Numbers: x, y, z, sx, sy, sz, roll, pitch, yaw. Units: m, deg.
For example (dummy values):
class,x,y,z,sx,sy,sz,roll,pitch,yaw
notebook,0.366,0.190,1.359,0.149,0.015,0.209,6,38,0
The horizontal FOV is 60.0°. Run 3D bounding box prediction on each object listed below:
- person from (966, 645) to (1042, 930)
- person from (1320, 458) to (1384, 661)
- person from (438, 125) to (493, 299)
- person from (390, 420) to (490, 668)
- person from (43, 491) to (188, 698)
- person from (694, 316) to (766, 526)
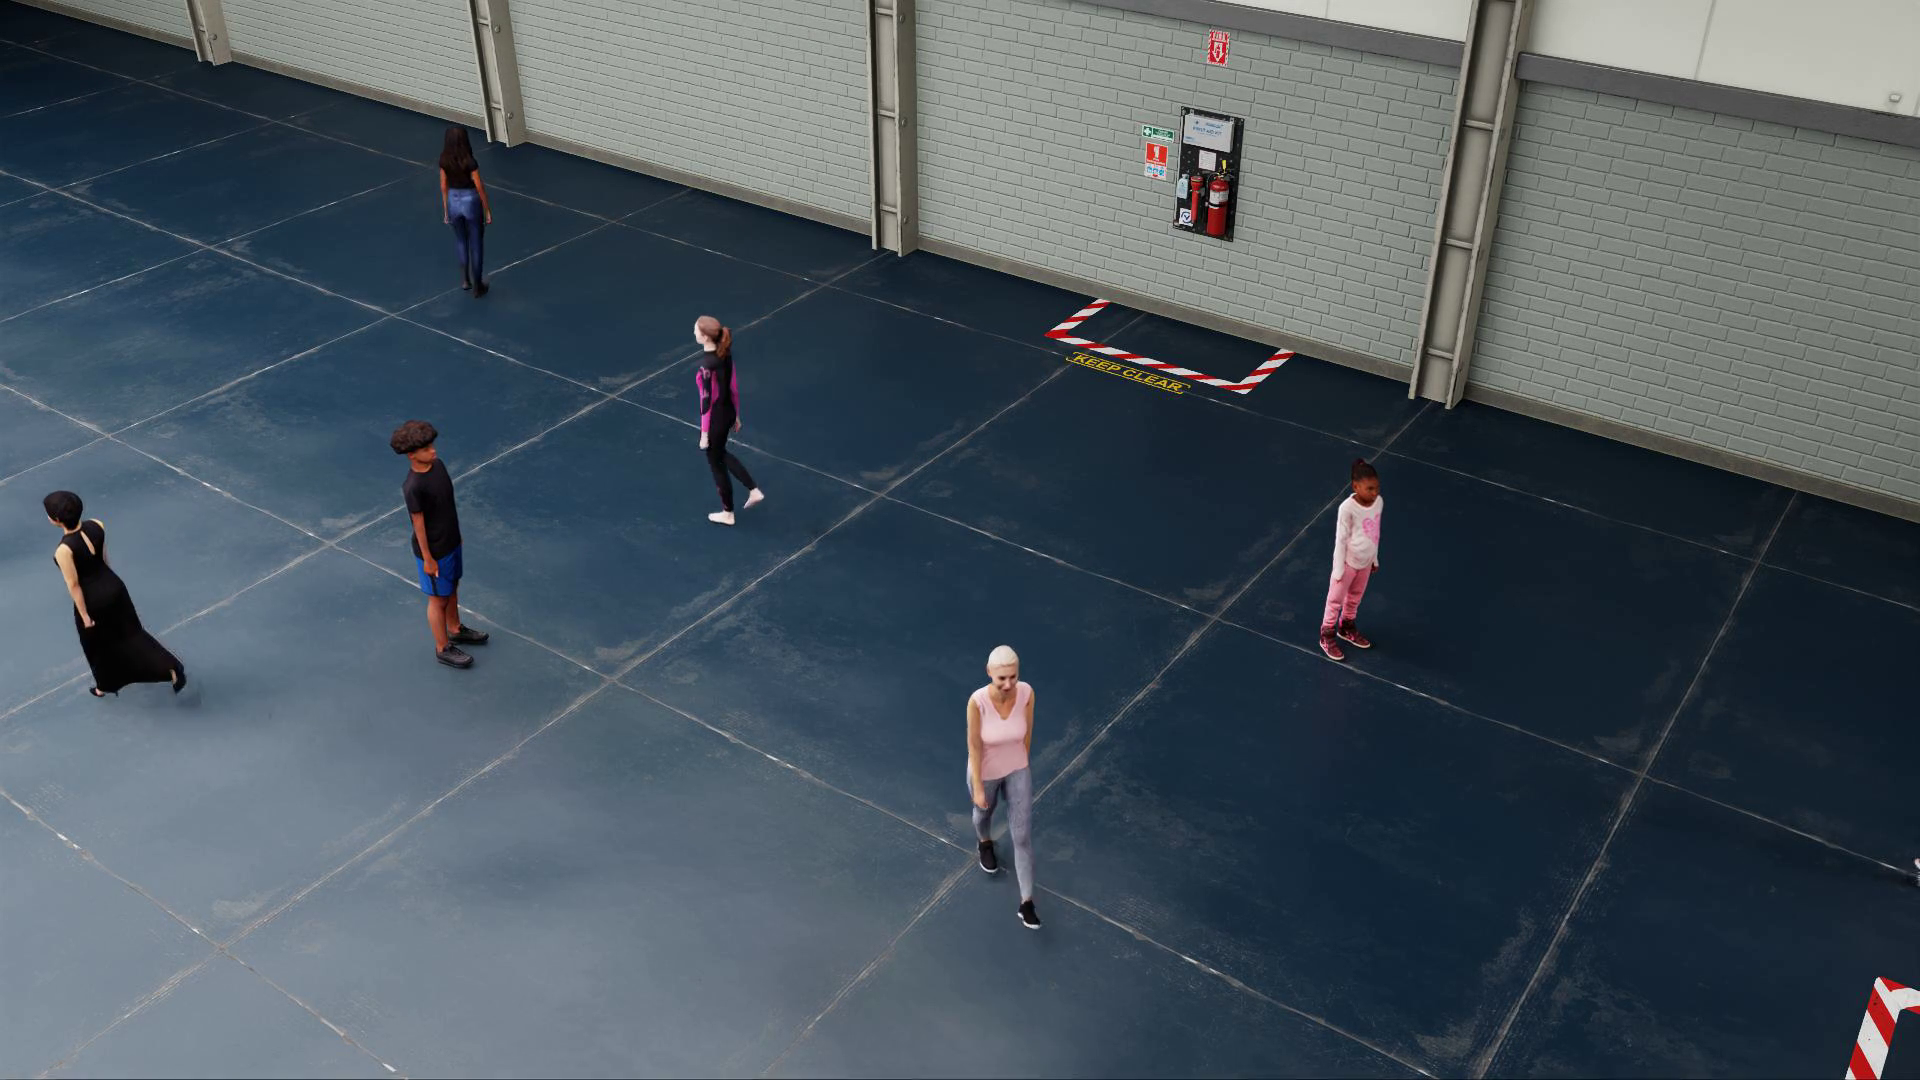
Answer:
class,x,y,z,sx,sy,sz,roll,pitch,yaw
person,0.186,1.238,9.217,1.032,1.684,1.099,-6,33,-10
person,2.655,0.109,11.231,0.609,1.443,0.612,-19,37,-27
person,-4.817,-3.138,16.111,0.703,1.729,0.781,3,32,4
person,-3.486,0.004,11.065,0.710,1.797,0.704,5,33,7
person,-5.433,0.392,10.658,1.029,1.576,0.776,9,33,13
person,-1.737,-0.869,12.501,0.755,1.743,0.660,10,33,15
